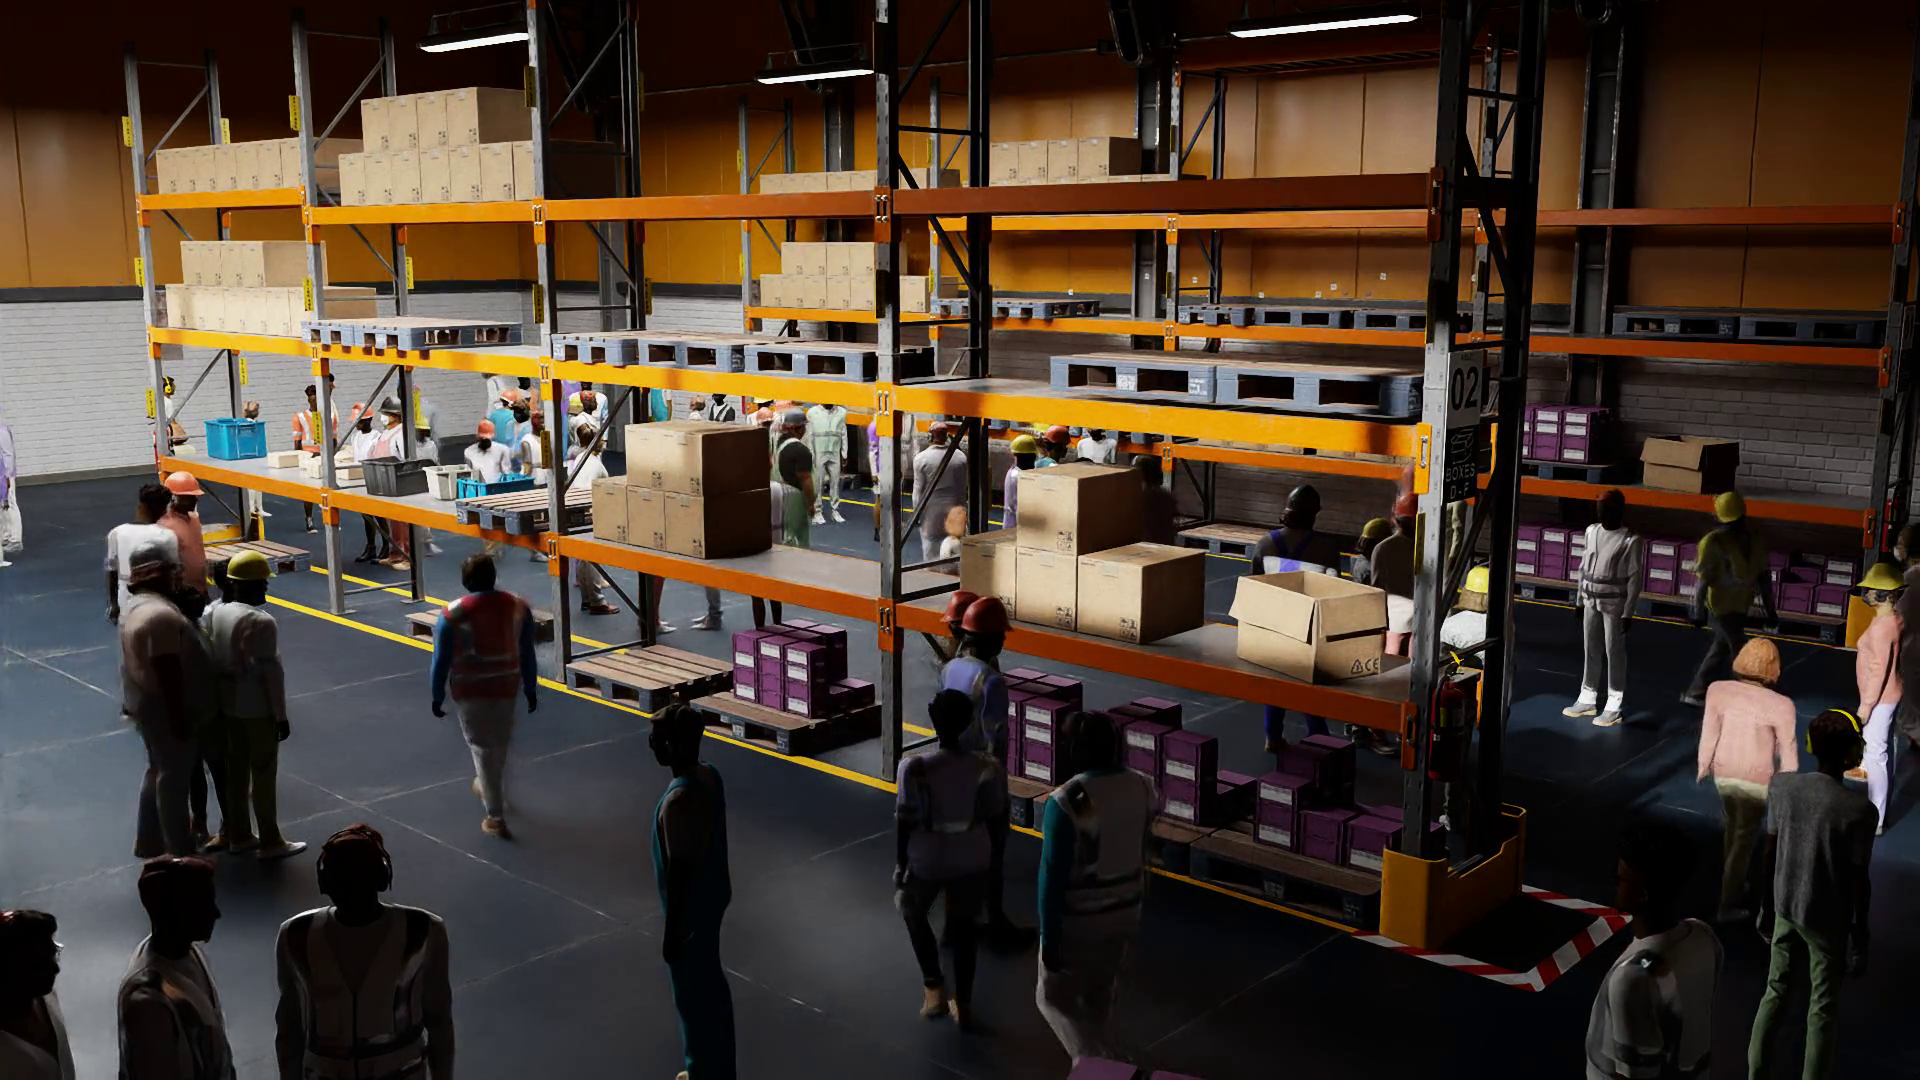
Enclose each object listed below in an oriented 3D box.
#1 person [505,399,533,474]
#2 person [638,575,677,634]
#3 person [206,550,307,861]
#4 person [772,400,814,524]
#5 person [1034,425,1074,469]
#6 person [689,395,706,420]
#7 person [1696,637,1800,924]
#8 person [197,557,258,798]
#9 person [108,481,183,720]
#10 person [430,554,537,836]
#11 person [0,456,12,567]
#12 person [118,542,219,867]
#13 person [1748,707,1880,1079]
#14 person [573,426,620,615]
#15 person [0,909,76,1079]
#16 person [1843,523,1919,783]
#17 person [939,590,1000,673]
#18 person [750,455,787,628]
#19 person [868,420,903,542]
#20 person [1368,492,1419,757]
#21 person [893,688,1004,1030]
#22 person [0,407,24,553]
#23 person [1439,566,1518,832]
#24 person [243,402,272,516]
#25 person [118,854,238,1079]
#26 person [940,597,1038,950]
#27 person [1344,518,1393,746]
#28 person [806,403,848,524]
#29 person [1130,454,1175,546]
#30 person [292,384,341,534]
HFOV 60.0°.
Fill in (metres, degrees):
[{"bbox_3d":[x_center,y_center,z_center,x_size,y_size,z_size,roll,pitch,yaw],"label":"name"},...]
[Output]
[{"bbox_3d":[-5.599,-0.905,21.413,0.629,1.837,0.430,5,11,27],"label":"person"},{"bbox_3d":[-3.004,-0.022,16.210,0.404,1.906,0.598,-5,11,-28],"label":"person"},{"bbox_3d":[-4.361,1.013,10.284,0.594,1.924,0.383,6,11,29],"label":"person"},{"bbox_3d":[-2.403,-1.044,22.529,0.893,1.700,0.576,-1,10,-4],"label":"person"},{"bbox_3d":[0.929,-0.135,16.476,0.406,2.036,0.606,-3,11,-19],"label":"person"},{"bbox_3d":[-3.813,-1.290,24.146,0.313,1.636,0.515,-2,10,-9],"label":"person"},{"bbox_3d":[4.480,1.332,9.374,0.681,1.608,0.520,-7,12,-35],"label":"person"},{"bbox_3d":[-5.035,0.935,11.422,0.522,1.679,0.528,3,10,17],"label":"person"},{"bbox_3d":[-6.462,0.504,13.154,0.694,1.929,0.610,3,10,17],"label":"person"},{"bbox_3d":[-3.124,0.979,10.874,0.653,1.799,0.945,-7,12,-36],"label":"person"},{"bbox_3d":[-11.420,-0.475,19.541,0.522,1.631,0.322,2,10,9],"label":"person"},{"bbox_3d":[-4.806,0.984,10.125,0.542,2.000,0.750,-7,12,-34],"label":"person"},{"bbox_3d":[3.625,1.619,7.067,0.328,1.861,0.507,-5,11,-28],"label":"person"},{"bbox_3d":[-3.772,-0.203,17.125,0.370,1.941,0.627,-5,11,-28],"label":"person"},{"bbox_3d":[-2.864,1.991,5.036,0.396,1.836,0.566,-2,10,-11],"label":"person"},{"bbox_3d":[6.552,0.833,11.368,0.641,1.908,0.919,-8,13,-39],"label":"person"},{"bbox_3d":[0.055,1.160,9.977,0.353,1.743,0.567,-3,10,-14],"label":"person"},{"bbox_3d":[-1.857,0.082,15.569,0.393,1.924,0.552,6,12,31],"label":"person"},{"bbox_3d":[-0.918,-0.921,21.232,0.393,1.927,0.549,8,13,40],"label":"person"},{"bbox_3d":[3.309,0.618,12.360,0.620,1.986,0.408,-6,12,-31],"label":"person"},{"bbox_3d":[-0.056,1.538,8.003,0.553,1.683,0.372,-3,10,-15],"label":"person"},{"bbox_3d":[-11.886,-0.816,20.577,0.402,1.943,0.608,-10,14,-43],"label":"person"},{"bbox_3d":[3.320,1.028,10.723,0.484,1.744,0.295,2,10,9],"label":"person"},{"bbox_3d":[-9.801,-1.103,23.066,0.305,1.637,0.522,0,10,2],"label":"person"},{"bbox_3d":[-2.502,1.911,5.360,0.347,1.875,0.587,-3,10,-16],"label":"person"},{"bbox_3d":[0.118,1.255,8.917,0.398,1.935,0.556,-7,12,-34],"label":"person"},{"bbox_3d":[3.125,0.696,12.630,0.321,1.738,0.486,0,10,0],"label":"person"},{"bbox_3d":[-1.817,-1.181,22.739,0.589,1.912,0.391,-5,11,-26],"label":"person"},{"bbox_3d":[1.737,0.186,15.016,0.645,1.909,0.635,-9,14,-42],"label":"person"},{"bbox_3d":[-8.491,-1.077,21.992,0.605,1.966,0.367,-10,14,-43],"label":"person"}]
